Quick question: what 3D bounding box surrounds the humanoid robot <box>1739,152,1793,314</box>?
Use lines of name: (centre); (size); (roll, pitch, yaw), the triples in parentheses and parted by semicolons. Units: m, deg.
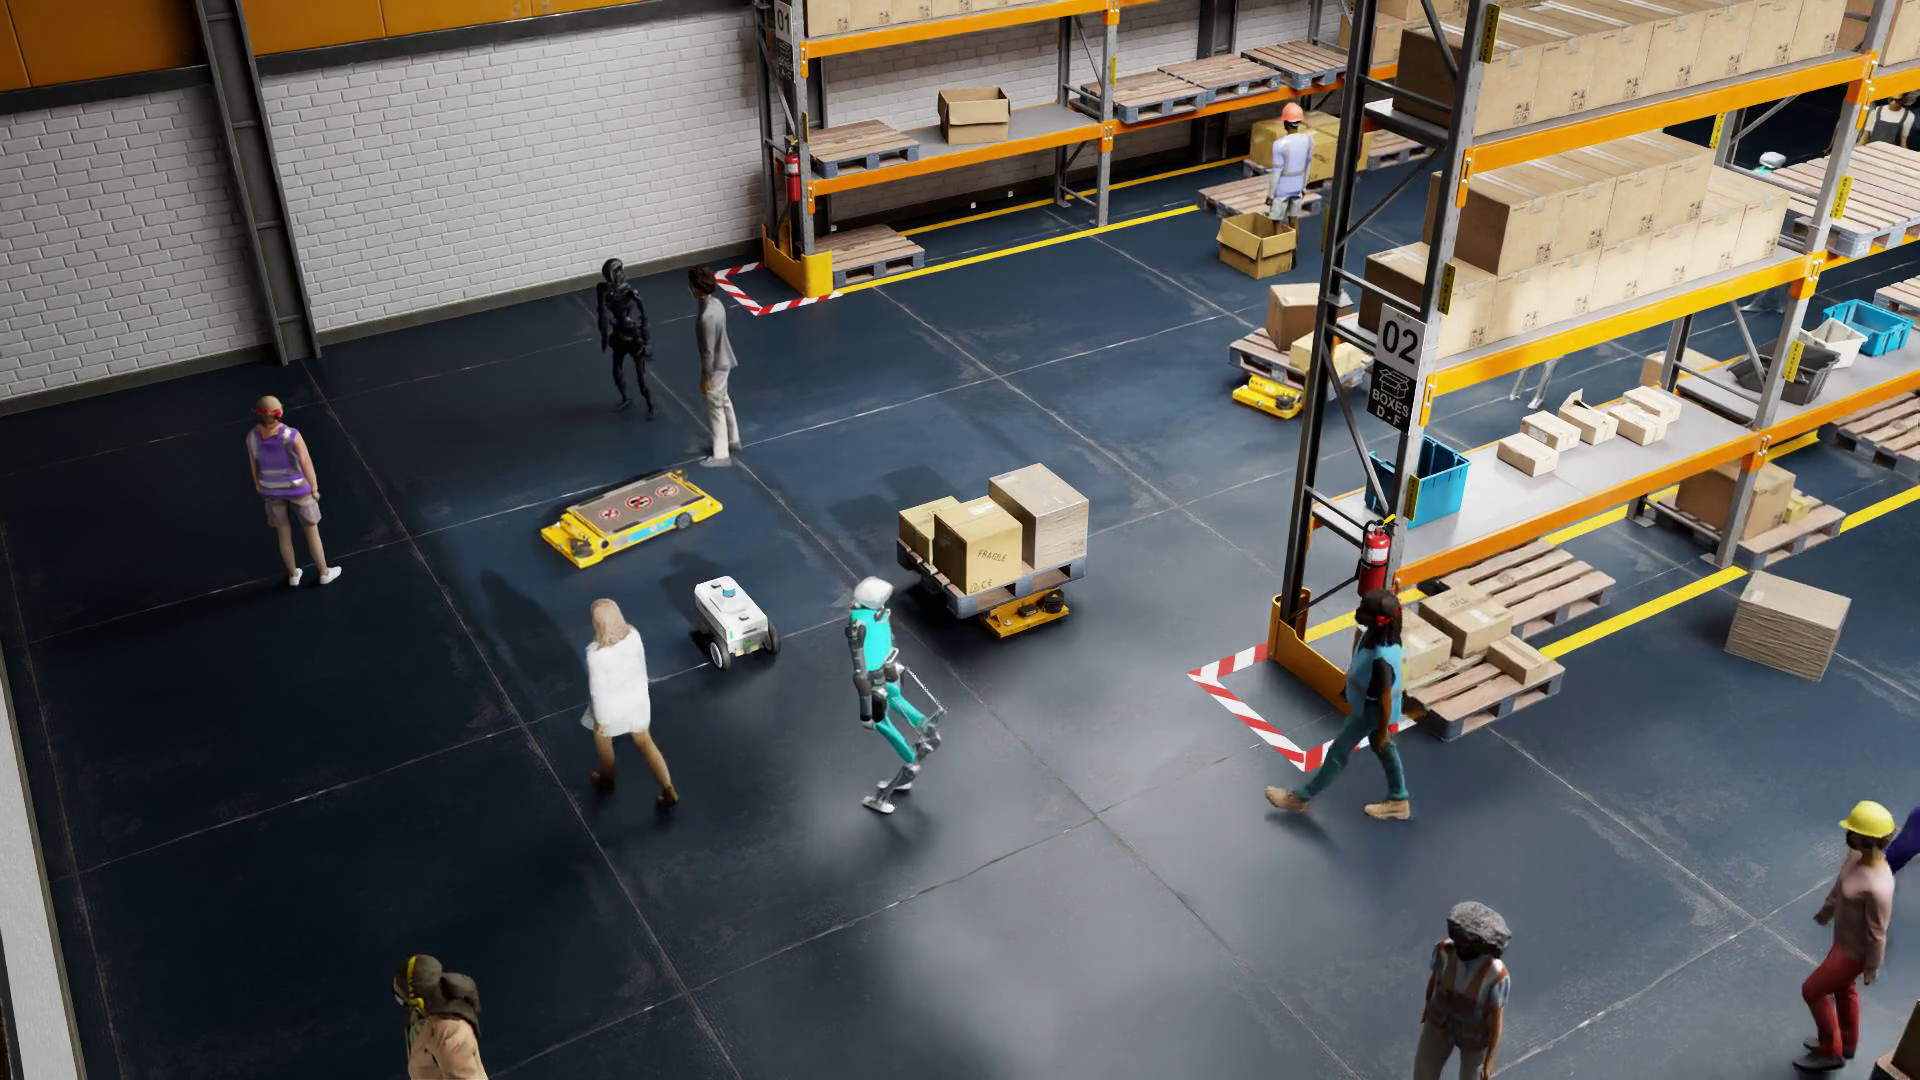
humanoid robot: (8.813, -3.222, 17.833); (0.602, 1.769, 0.868); (-26, 40, -34)

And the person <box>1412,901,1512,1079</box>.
person: (2.600, 2.570, 8.683); (0.459, 1.641, 0.858); (22, 38, 30)

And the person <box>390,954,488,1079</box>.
person: (-2.485, 2.731, 8.218); (0.391, 1.873, 0.565); (-18, 36, -26)

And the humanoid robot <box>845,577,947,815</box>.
humanoid robot: (-0.384, 1.048, 10.988); (0.671, 1.751, 0.546); (11, 34, 17)

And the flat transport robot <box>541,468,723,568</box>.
flat transport robot: (-2.839, -0.206, 14.413); (1.431, 0.231, 0.659); (-25, 40, -34)

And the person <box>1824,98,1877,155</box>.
person: (10.745, -4.723, 20.131); (0.375, 1.843, 0.570); (-6, 33, -9)

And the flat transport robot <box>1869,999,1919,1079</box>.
flat transport robot: (5.659, 3.244, 8.910); (1.431, 0.231, 0.659); (-16, 35, -24)

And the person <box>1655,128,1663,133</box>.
person: (7.968, -4.501, 19.792); (0.404, 1.827, 0.598); (-18, 36, -26)

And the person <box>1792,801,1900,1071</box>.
person: (4.936, 2.199, 9.201); (0.494, 1.723, 0.535); (11, 34, 16)

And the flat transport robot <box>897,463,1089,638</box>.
flat transport robot: (0.222, 0.298, 13.608); (0.659, 0.231, 1.431); (-18, 36, -26)

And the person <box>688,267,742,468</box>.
person: (-2.217, -1.576, 15.073); (0.404, 1.892, 0.548); (1, 32, 2)

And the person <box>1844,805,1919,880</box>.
person: (6.226, 1.501, 10.136); (1.028, 1.943, 0.517); (27, 41, 35)

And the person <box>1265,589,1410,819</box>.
person: (2.596, 1.094, 10.880); (1.002, 1.809, 0.556); (5, 32, 8)

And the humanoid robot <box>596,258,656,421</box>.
humanoid robot: (-3.171, -1.931, 15.844); (0.609, 1.640, 0.389); (14, 35, 22)

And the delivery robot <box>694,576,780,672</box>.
delivery robot: (-1.766, 0.593, 12.843); (0.499, 0.566, 0.739); (-18, 36, -26)

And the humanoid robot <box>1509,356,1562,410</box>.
humanoid robot: (5.631, -2.115, 16.062); (0.696, 1.765, 0.534); (-25, 40, -34)

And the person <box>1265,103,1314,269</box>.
person: (3.701, -4.001, 18.898); (0.550, 1.932, 0.376); (-16, 36, -24)

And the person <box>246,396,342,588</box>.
person: (-5.389, -0.377, 13.343); (0.482, 1.692, 0.349); (0, 32, -1)

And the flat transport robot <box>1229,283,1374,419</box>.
flat transport robot: (3.420, -1.624, 16.674); (0.659, 0.231, 1.431); (27, 41, 36)

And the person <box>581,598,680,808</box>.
person: (-2.232, 1.092, 11.063); (0.790, 1.633, 0.493); (25, 40, 34)

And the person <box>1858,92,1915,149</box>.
person: (10.935, -4.519, 19.817); (0.507, 1.841, 0.374); (18, 36, 26)
